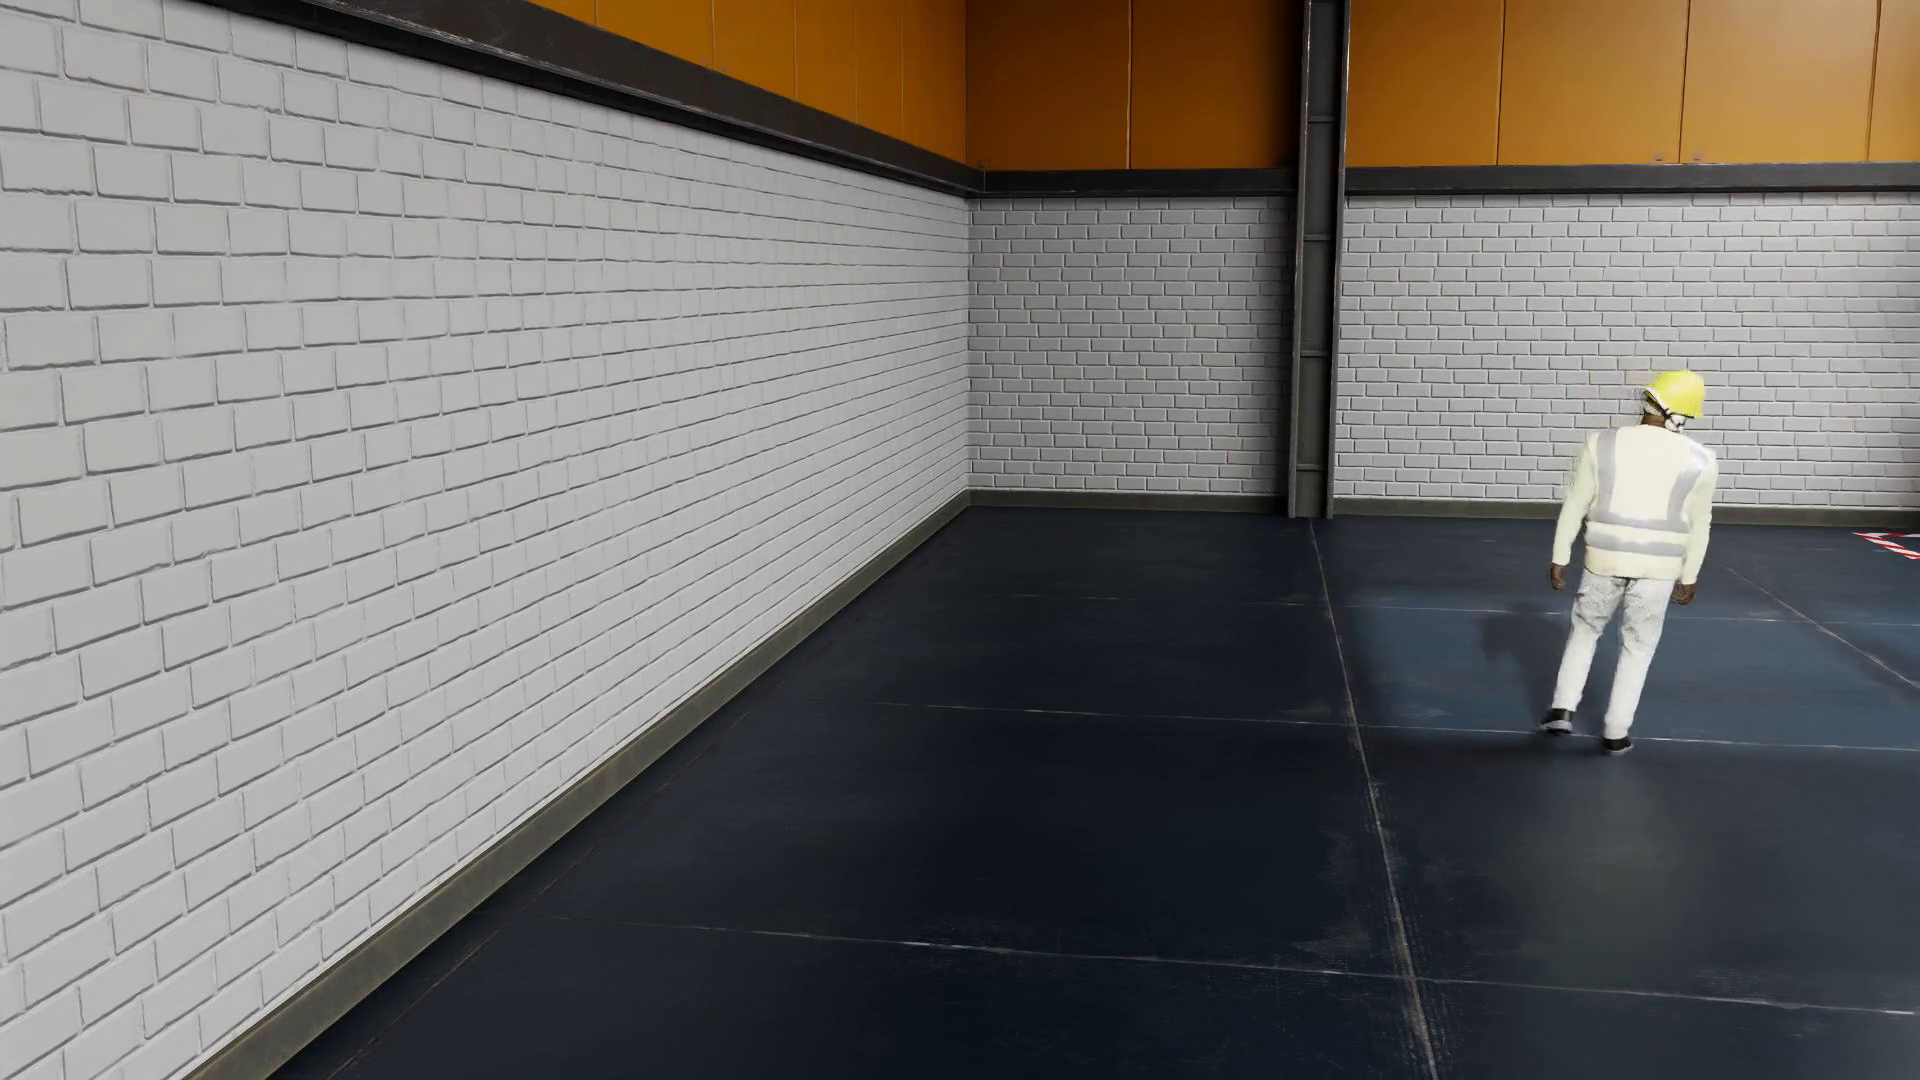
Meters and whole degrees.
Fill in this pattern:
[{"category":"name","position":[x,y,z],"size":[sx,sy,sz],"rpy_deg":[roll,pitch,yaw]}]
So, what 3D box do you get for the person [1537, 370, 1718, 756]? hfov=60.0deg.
[{"category":"person","position":[3.071,0.111,7.635],"size":[0.696,1.782,0.409],"rpy_deg":[4,10,26]}]
